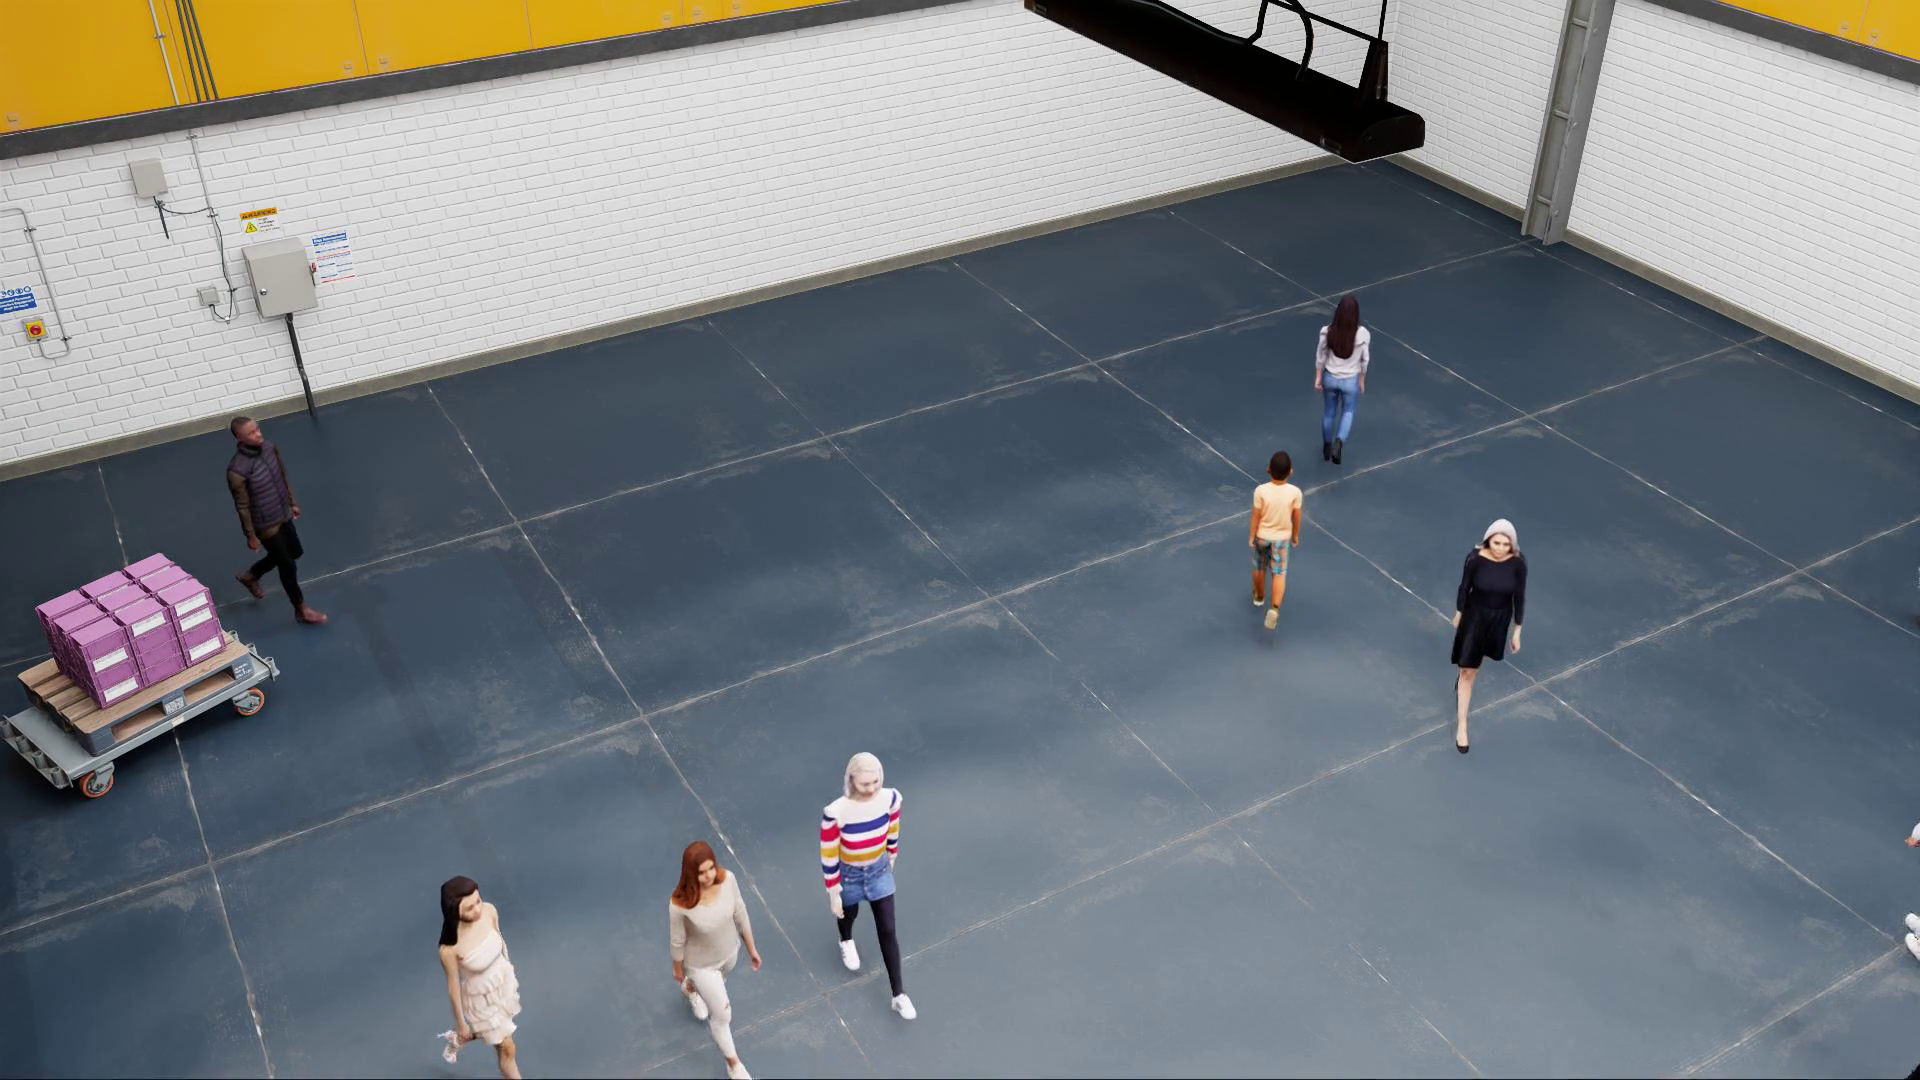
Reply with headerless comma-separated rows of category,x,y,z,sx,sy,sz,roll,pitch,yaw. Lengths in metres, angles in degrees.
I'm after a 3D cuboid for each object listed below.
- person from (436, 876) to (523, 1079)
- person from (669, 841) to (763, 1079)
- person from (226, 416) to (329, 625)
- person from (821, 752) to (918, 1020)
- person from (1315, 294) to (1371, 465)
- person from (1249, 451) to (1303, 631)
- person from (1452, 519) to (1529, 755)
person,-2.592,2.426,8.896,1.035,1.717,0.886,16,37,22
person,-1.421,2.243,9.205,1.182,1.681,0.780,29,43,36
person,-5.333,-0.160,12.694,1.125,1.820,1.081,8,34,11
person,-0.612,1.893,9.659,0.765,1.760,1.122,-13,36,-18
person,3.365,-1.364,14.684,0.872,1.621,0.930,9,35,13
person,2.408,0.009,12.781,0.850,1.442,0.970,3,34,5
person,3.689,0.553,11.720,1.017,1.709,1.176,3,34,4
